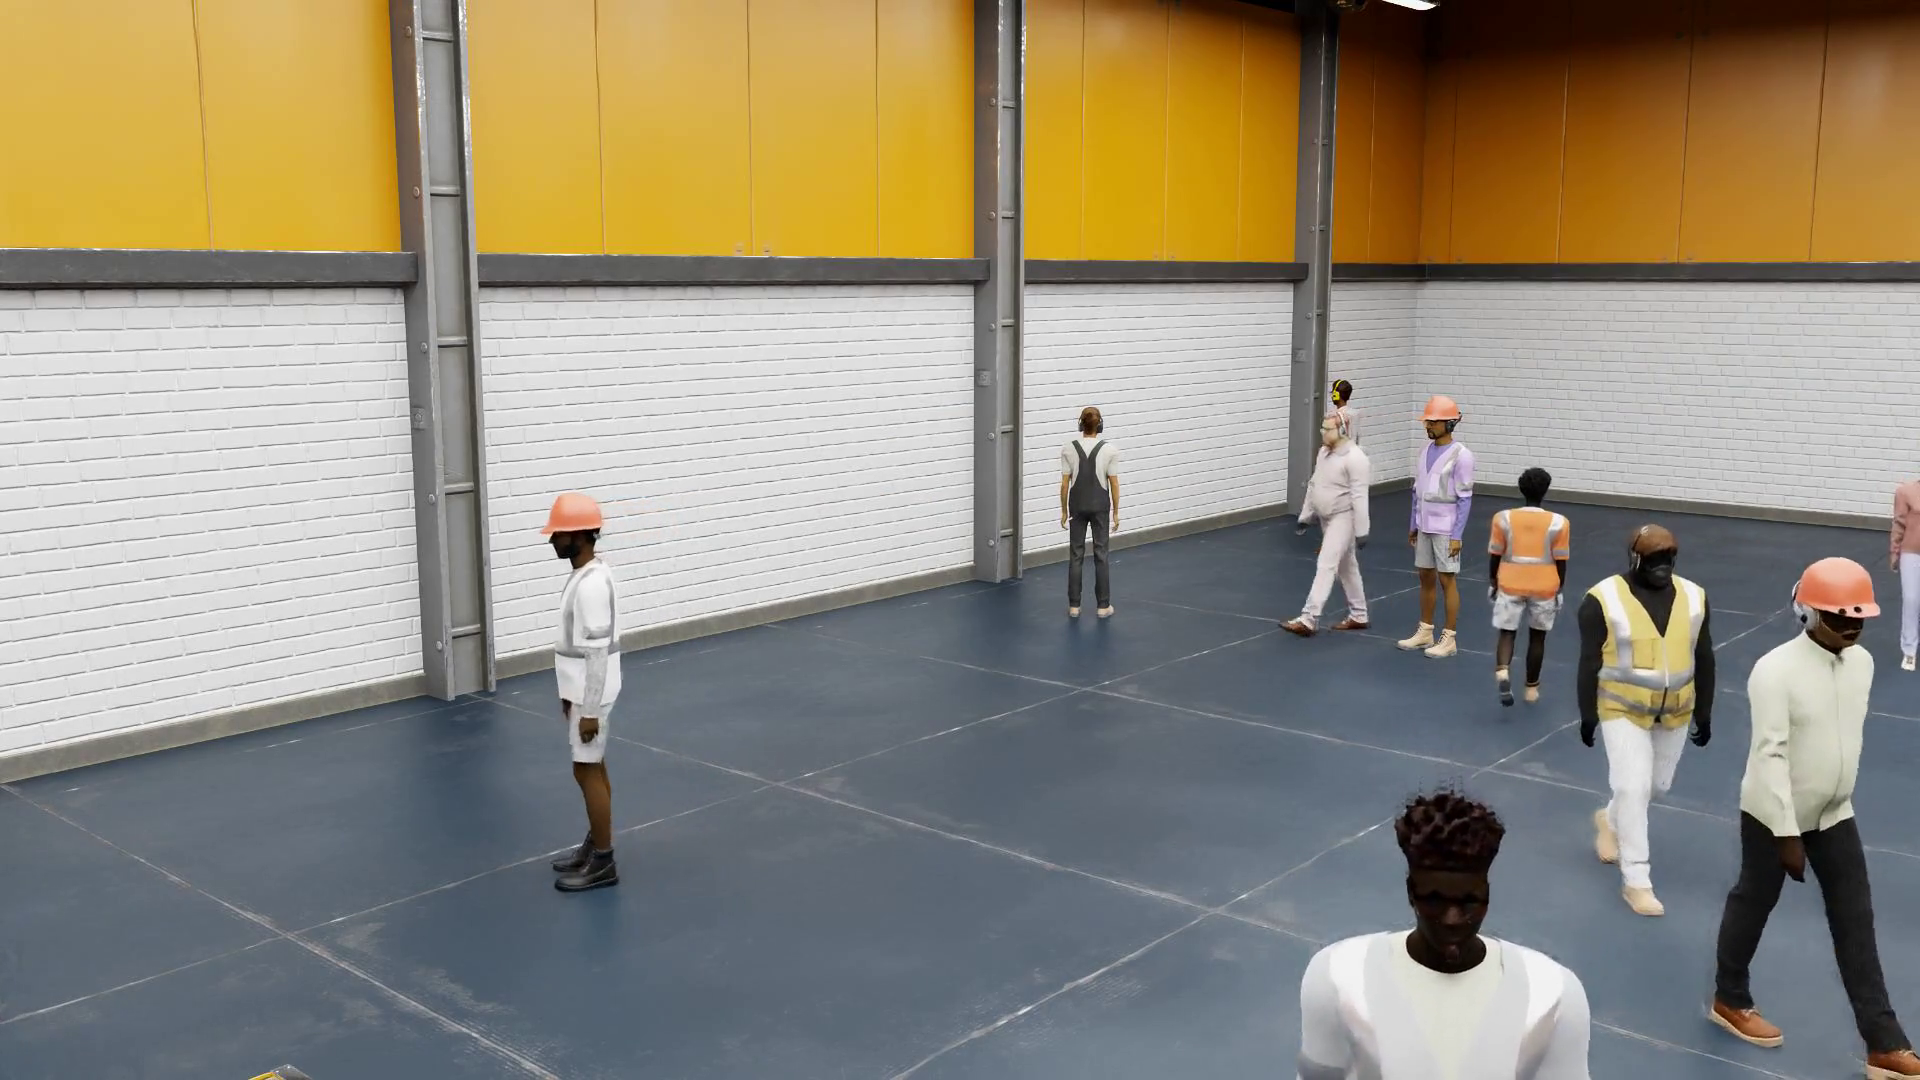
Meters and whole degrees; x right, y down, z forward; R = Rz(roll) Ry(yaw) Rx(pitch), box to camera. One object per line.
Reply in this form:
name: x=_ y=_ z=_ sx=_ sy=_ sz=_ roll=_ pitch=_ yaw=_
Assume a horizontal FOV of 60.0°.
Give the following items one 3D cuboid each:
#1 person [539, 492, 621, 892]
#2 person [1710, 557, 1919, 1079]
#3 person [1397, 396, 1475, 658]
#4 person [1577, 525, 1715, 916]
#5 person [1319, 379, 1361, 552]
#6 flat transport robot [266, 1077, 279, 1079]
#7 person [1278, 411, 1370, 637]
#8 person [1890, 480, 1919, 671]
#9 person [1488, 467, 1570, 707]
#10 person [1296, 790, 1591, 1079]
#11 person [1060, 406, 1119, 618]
person: x=-1.837 y=0.728 z=8.113 sx=0.359 sy=1.935 sz=0.555 roll=-2 pitch=9 yaw=-14
person: x=3.201 y=1.037 z=6.139 sx=0.620 sy=1.946 sz=0.995 roll=-3 pitch=10 yaw=-20
person: x=3.723 y=-0.103 z=12.999 sx=0.370 sy=2.044 sz=0.608 roll=-4 pitch=10 yaw=-24
person: x=3.280 y=0.806 z=8.031 sx=0.632 sy=1.814 sz=0.863 roll=-1 pitch=9 yaw=-4
person: x=4.069 y=-0.780 z=17.794 sx=0.521 sy=1.870 sz=0.319 roll=-8 pitch=12 yaw=-40
flat transport robot: x=-2.123 y=2.021 z=5.205 sx=1.431 sy=0.197 sz=0.652 roll=8 pitch=12 yaw=40
person: x=3.023 y=-0.132 z=13.760 sx=0.958 sy=1.864 sz=0.667 roll=-2 pitch=9 yaw=-11
person: x=7.382 y=0.099 z=12.682 sx=0.527 sy=1.750 sz=0.645 roll=4 pitch=10 yaw=26
person: x=3.869 y=0.339 z=11.372 sx=0.538 sy=1.676 sz=0.653 roll=4 pitch=10 yaw=24
person: x=1.038 y=1.461 z=3.593 sx=0.619 sy=1.918 sz=0.988 roll=1 pitch=9 yaw=7
person: x=1.129 y=-0.240 z=14.477 sx=0.517 sy=1.844 sz=0.332 roll=2 pitch=9 yaw=11
